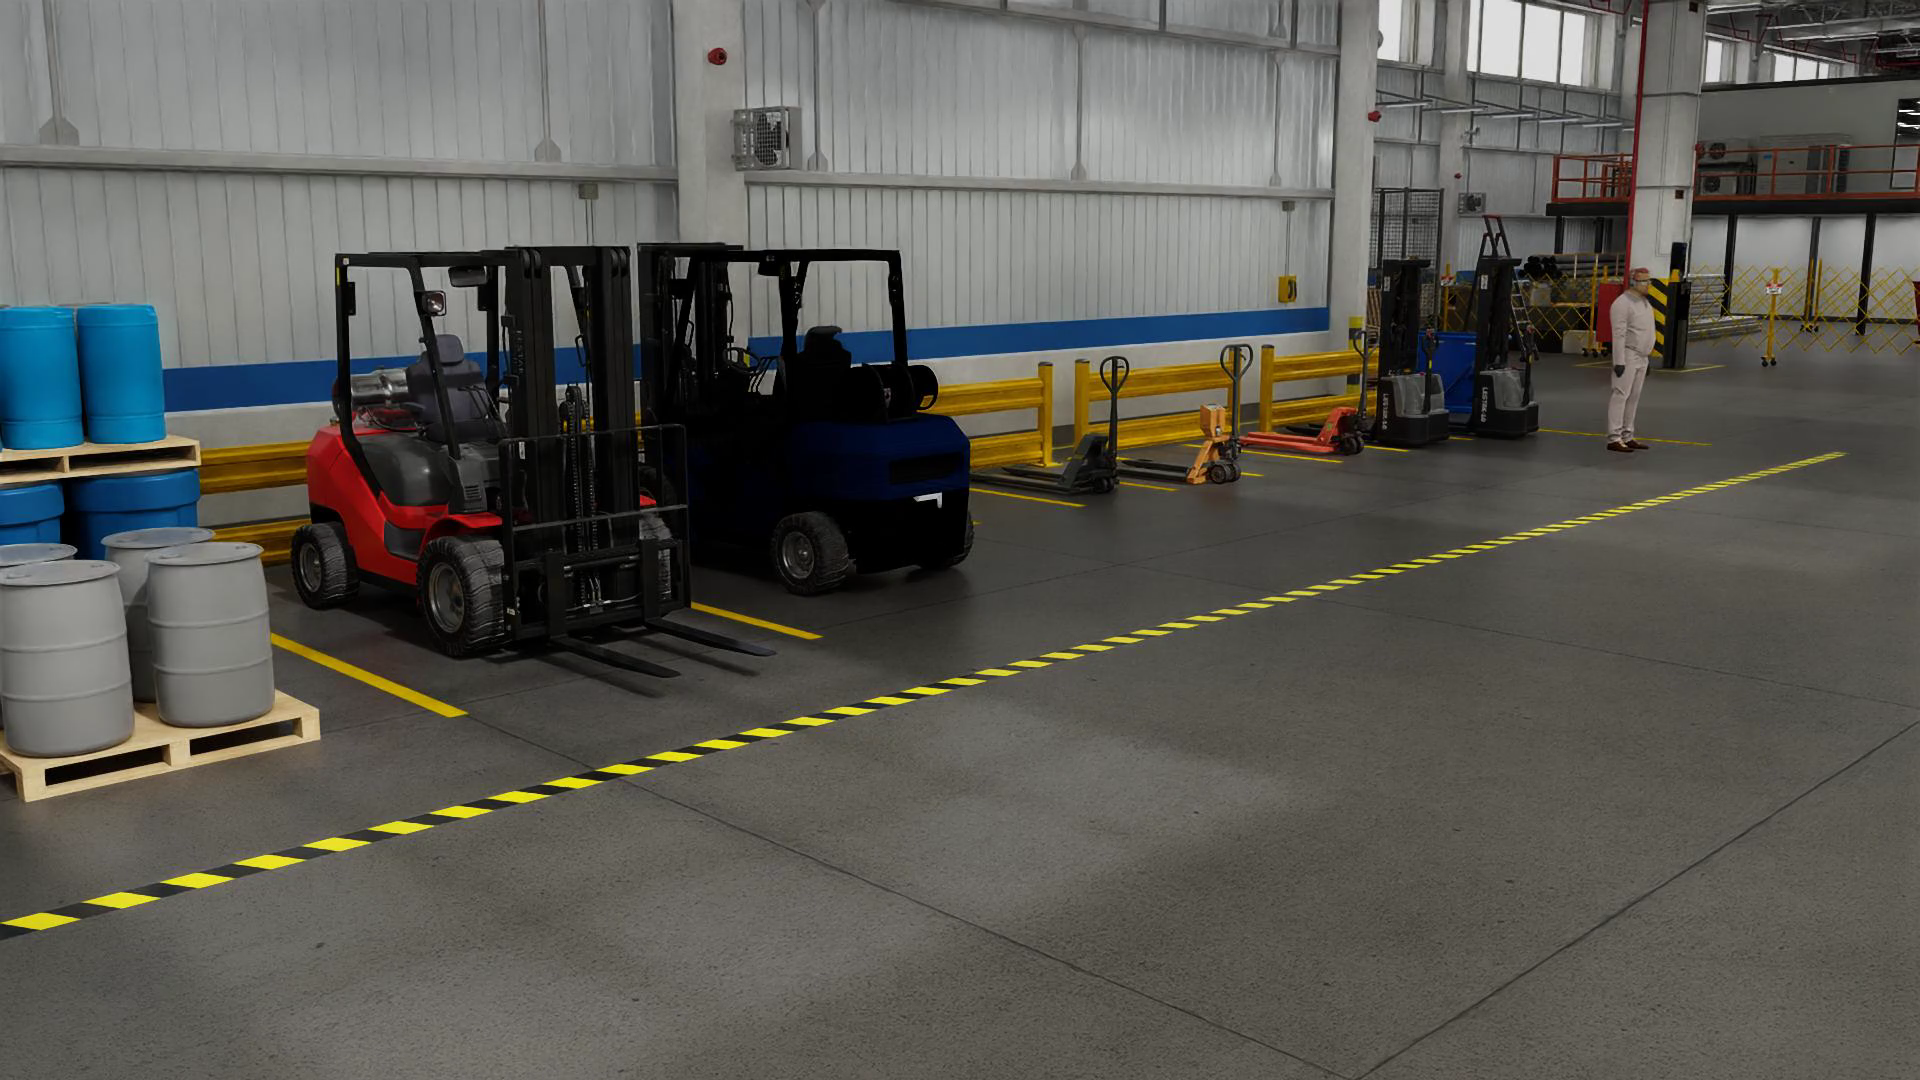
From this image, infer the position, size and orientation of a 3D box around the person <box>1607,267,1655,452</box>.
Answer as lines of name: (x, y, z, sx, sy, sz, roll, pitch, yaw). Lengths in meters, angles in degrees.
person: (7.014, -1.874, 17.330, 0.638, 1.909, 0.408, -9, 14, -42)

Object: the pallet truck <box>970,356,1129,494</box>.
pallet truck: (0.784, -1.085, 14.876, 0.680, 1.201, 1.601, -10, 14, -44)

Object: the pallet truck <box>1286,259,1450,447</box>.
pallet truck: (4.493, -2.078, 18.196, 0.823, 1.965, 1.885, -9, 14, -40)

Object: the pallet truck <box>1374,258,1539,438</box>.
pallet truck: (5.704, -2.208, 18.901, 1.885, 1.965, 0.823, 10, 14, 43)

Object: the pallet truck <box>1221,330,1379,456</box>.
pallet truck: (3.563, -1.581, 17.381, 0.653, 1.274, 1.630, -10, 14, -44)

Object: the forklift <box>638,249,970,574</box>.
forklift: (-1.173, -0.958, 11.239, 2.680, 1.987, 1.157, 10, 14, 43)

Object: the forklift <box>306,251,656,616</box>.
forklift: (-2.833, -0.669, 9.694, 1.157, 1.987, 2.680, -10, 14, -44)

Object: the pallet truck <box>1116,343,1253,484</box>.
pallet truck: (1.962, -1.215, 15.415, 1.522, 1.261, 0.704, 10, 14, 43)
